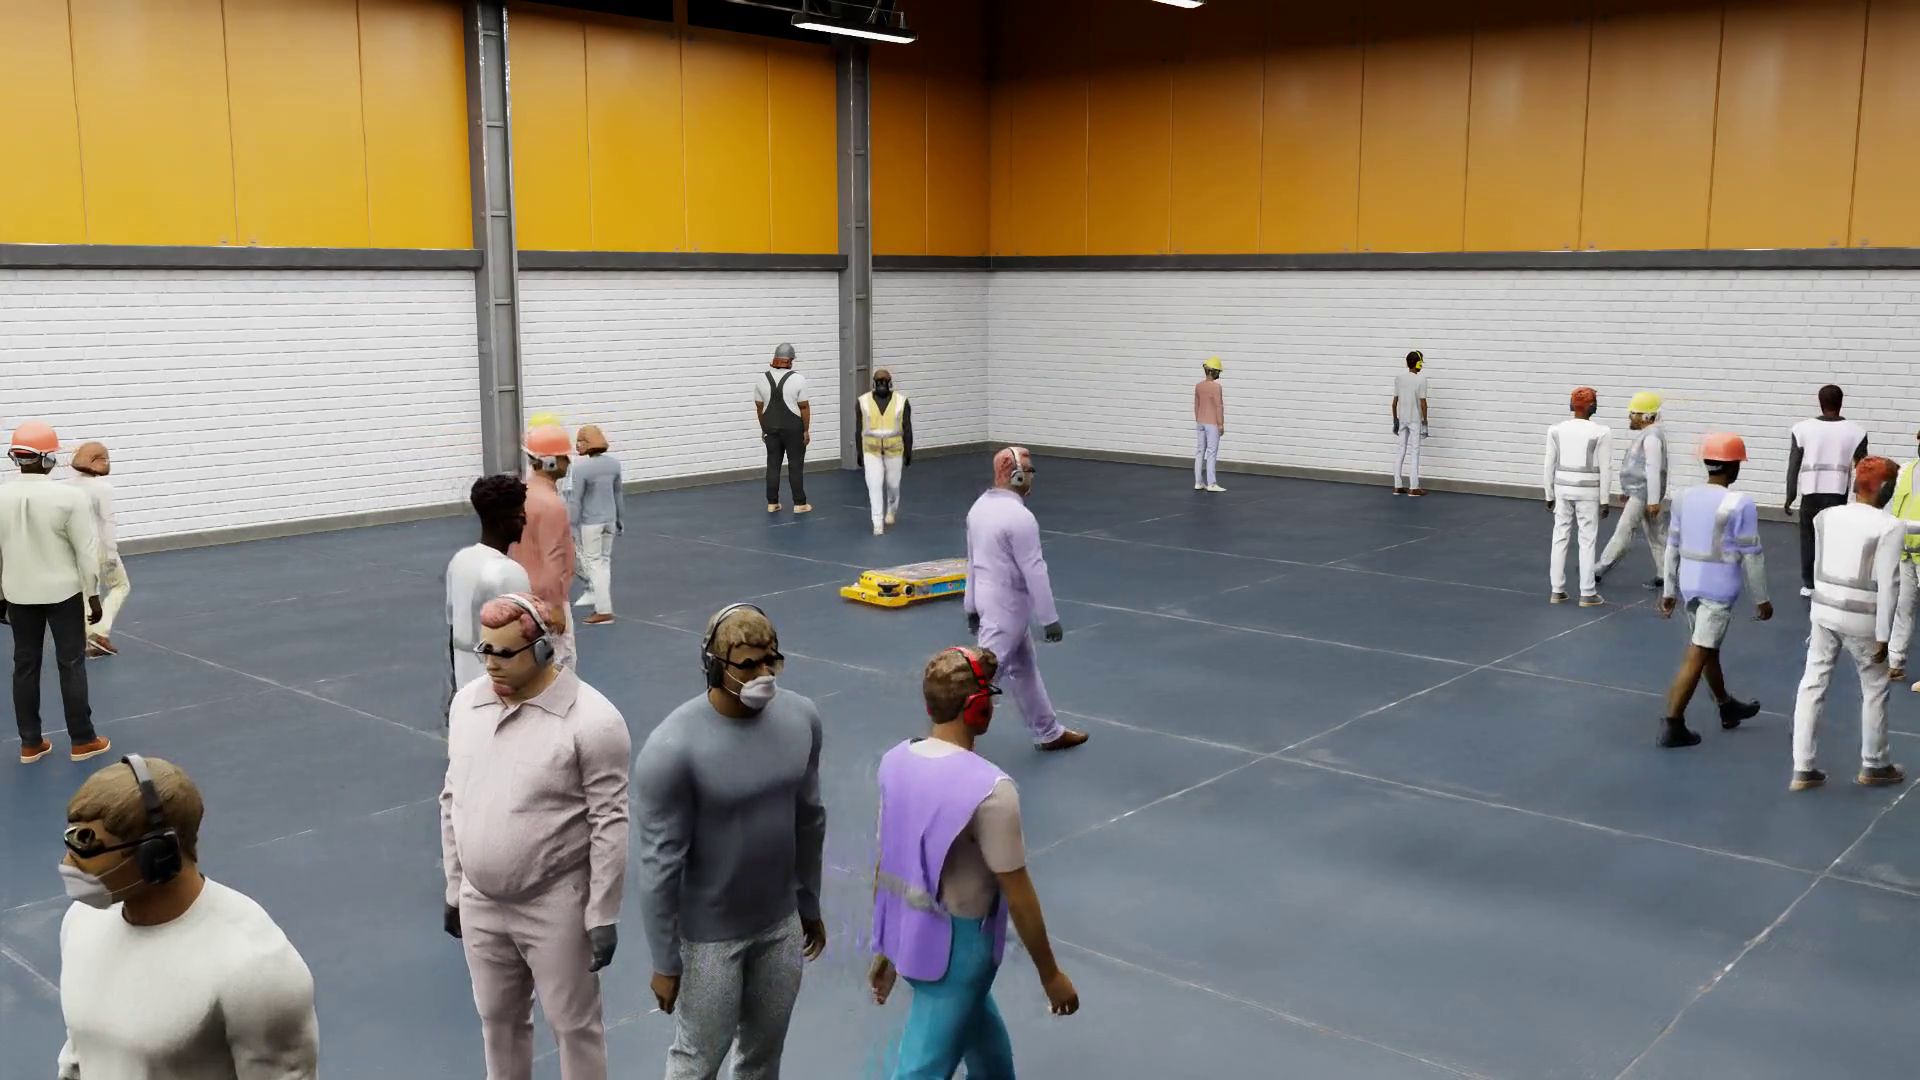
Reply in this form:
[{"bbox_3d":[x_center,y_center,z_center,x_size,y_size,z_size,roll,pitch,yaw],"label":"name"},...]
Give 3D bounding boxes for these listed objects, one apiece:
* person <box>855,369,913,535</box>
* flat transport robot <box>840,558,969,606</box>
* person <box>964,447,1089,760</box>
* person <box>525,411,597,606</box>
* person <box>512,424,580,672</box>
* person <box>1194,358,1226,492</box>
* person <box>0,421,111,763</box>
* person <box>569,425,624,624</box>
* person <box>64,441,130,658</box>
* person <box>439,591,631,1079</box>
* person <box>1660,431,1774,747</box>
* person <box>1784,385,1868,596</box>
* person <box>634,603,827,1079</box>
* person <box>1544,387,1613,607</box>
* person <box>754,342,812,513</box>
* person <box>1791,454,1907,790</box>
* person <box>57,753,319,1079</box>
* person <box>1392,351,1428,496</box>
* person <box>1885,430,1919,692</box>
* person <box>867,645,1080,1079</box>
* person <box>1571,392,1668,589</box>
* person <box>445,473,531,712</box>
[{"bbox_3d":[-0.844,-0.996,18.423,0.632,1.819,0.804,0,9,-2],"label":"person"},{"bbox_3d":[-0.298,0.361,14.727,1.431,0.197,0.652,-8,12,-41],"label":"flat transport robot"},{"bbox_3d":[0.291,0.387,9.636,1.019,1.853,0.652,-3,10,-20],"label":"person"},{"bbox_3d":[-3.454,-0.248,14.083,0.882,1.698,0.484,-8,12,-43],"label":"person"},{"bbox_3d":[-2.504,0.311,9.706,0.701,1.979,0.625,-5,10,-29],"label":"person"},{"bbox_3d":[3.287,-1.509,21.820,0.328,1.759,0.524,-5,10,-30],"label":"person"},{"bbox_3d":[-5.314,0.307,9.674,0.622,1.994,0.381,-1,9,-6],"label":"person"},{"bbox_3d":[-2.973,-0.128,13.561,0.392,1.618,0.514,7,11,36],"label":"person"},{"bbox_3d":[-6.383,0.076,12.319,0.496,1.615,0.350,3,10,19],"label":"person"},{"bbox_3d":[-1.313,1.093,5.041,0.639,1.902,0.407,4,10,21],"label":"person"},{"bbox_3d":[4.631,0.294,10.076,0.975,1.890,0.555,-4,10,-21],"label":"person"},{"bbox_3d":[7.512,-0.397,14.417,0.633,1.885,0.744,5,10,27],"label":"person"},{"bbox_3d":[-0.649,1.120,4.820,0.396,1.926,0.641,8,12,40],"label":"person"},{"bbox_3d":[5.307,-0.372,14.290,0.576,1.882,0.362,9,12,43],"label":"person"},{"bbox_3d":[-2.078,-1.346,19.911,0.683,2.000,0.537,3,10,18],"label":"person"},{"bbox_3d":[4.957,0.453,9.180,0.840,1.847,0.611,-4,10,-25],"label":"person"},{"bbox_3d":[-1.527,1.353,3.285,0.636,1.936,0.355,5,10,27],"label":"person"},{"bbox_3d":[5.802,-1.500,21.411,0.317,1.870,0.523,-7,12,-39],"label":"person"},{"bbox_3d":[6.582,0.112,11.375,0.429,1.846,0.627,-4,10,-25],"label":"person"},{"bbox_3d":[-0.062,1.194,4.755,0.990,1.796,0.577,-5,10,-28],"label":"person"},{"bbox_3d":[6.042,-0.435,14.973,0.922,1.781,0.607,4,10,22],"label":"person"},{"bbox_3d":[-2.009,0.657,7.615,0.709,1.941,0.627,-6,11,-33],"label":"person"}]
